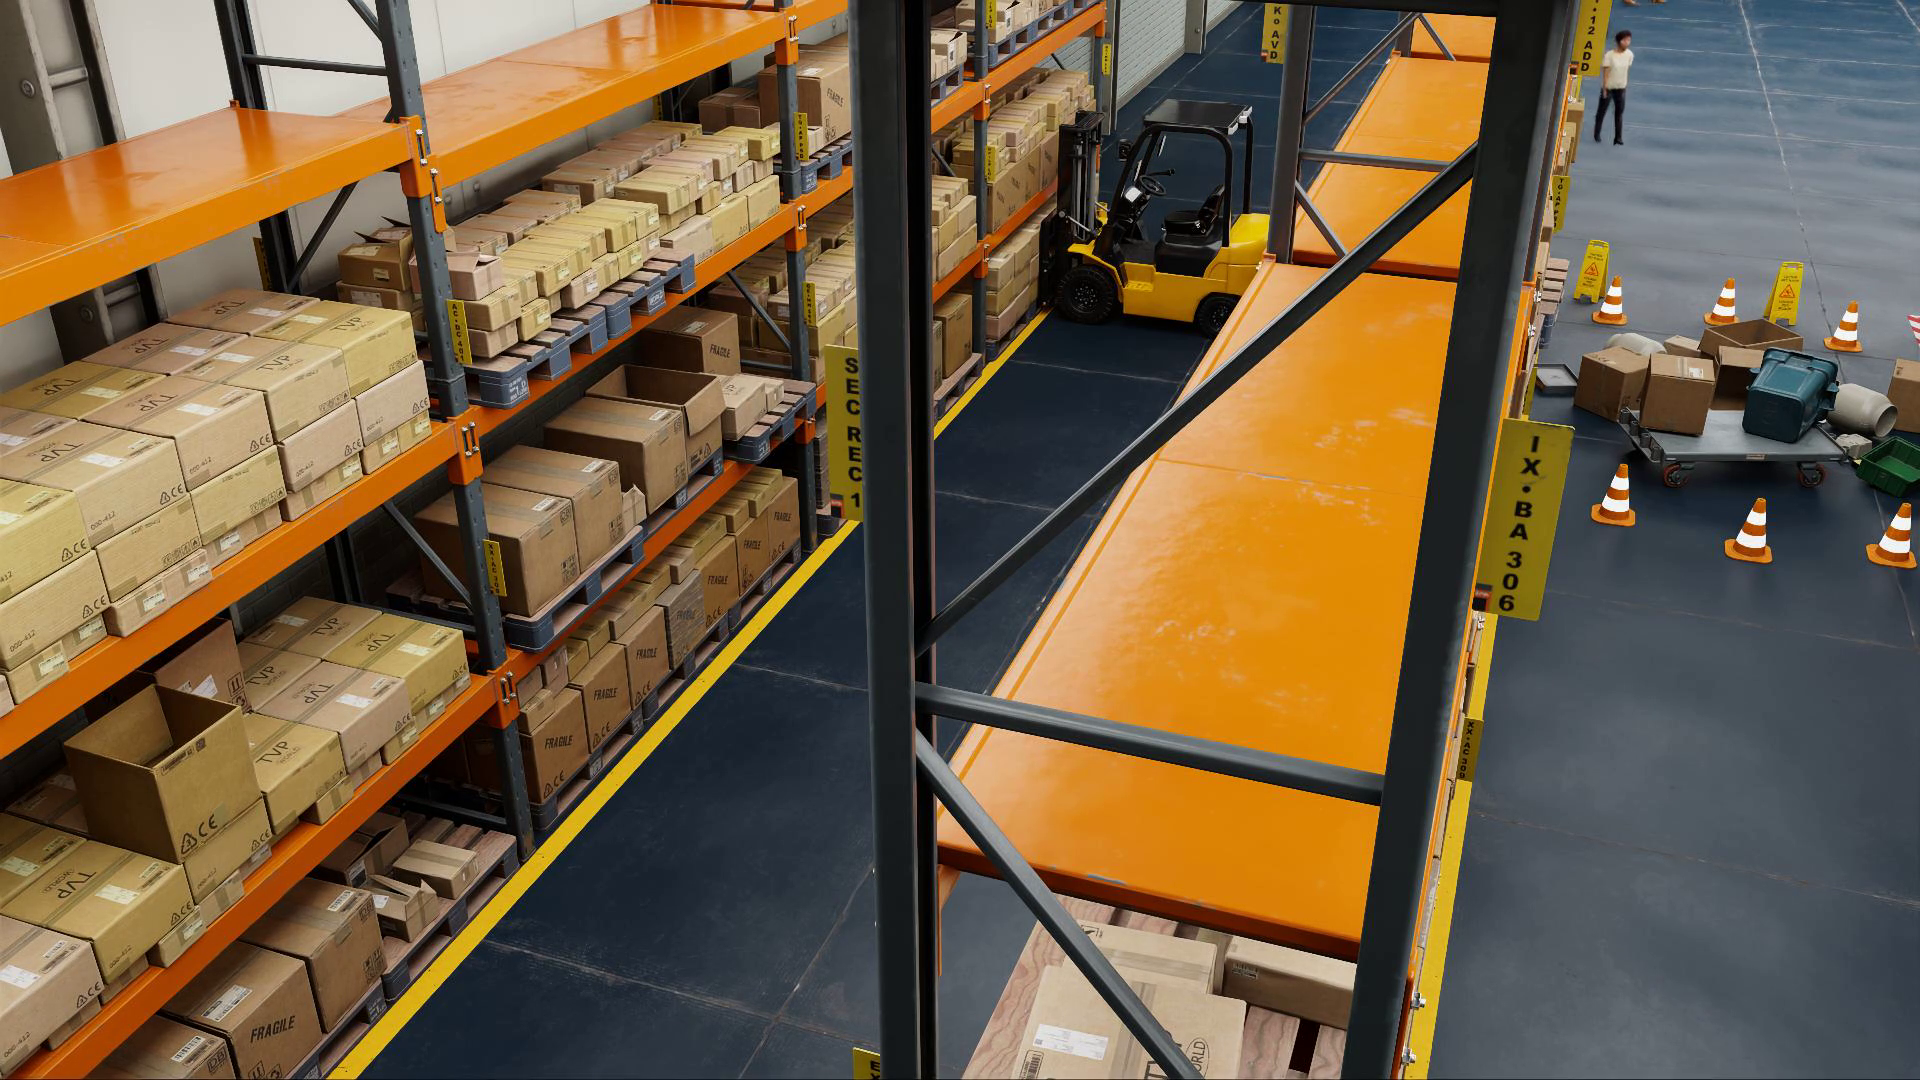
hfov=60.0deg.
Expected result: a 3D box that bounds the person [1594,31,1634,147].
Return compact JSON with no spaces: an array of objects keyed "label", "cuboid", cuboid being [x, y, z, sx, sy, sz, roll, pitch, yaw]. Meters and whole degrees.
[{"label":"person","cuboid":[9.188,-6.390,23.504,0.811,1.562,0.992,-1,28,-2]}]
